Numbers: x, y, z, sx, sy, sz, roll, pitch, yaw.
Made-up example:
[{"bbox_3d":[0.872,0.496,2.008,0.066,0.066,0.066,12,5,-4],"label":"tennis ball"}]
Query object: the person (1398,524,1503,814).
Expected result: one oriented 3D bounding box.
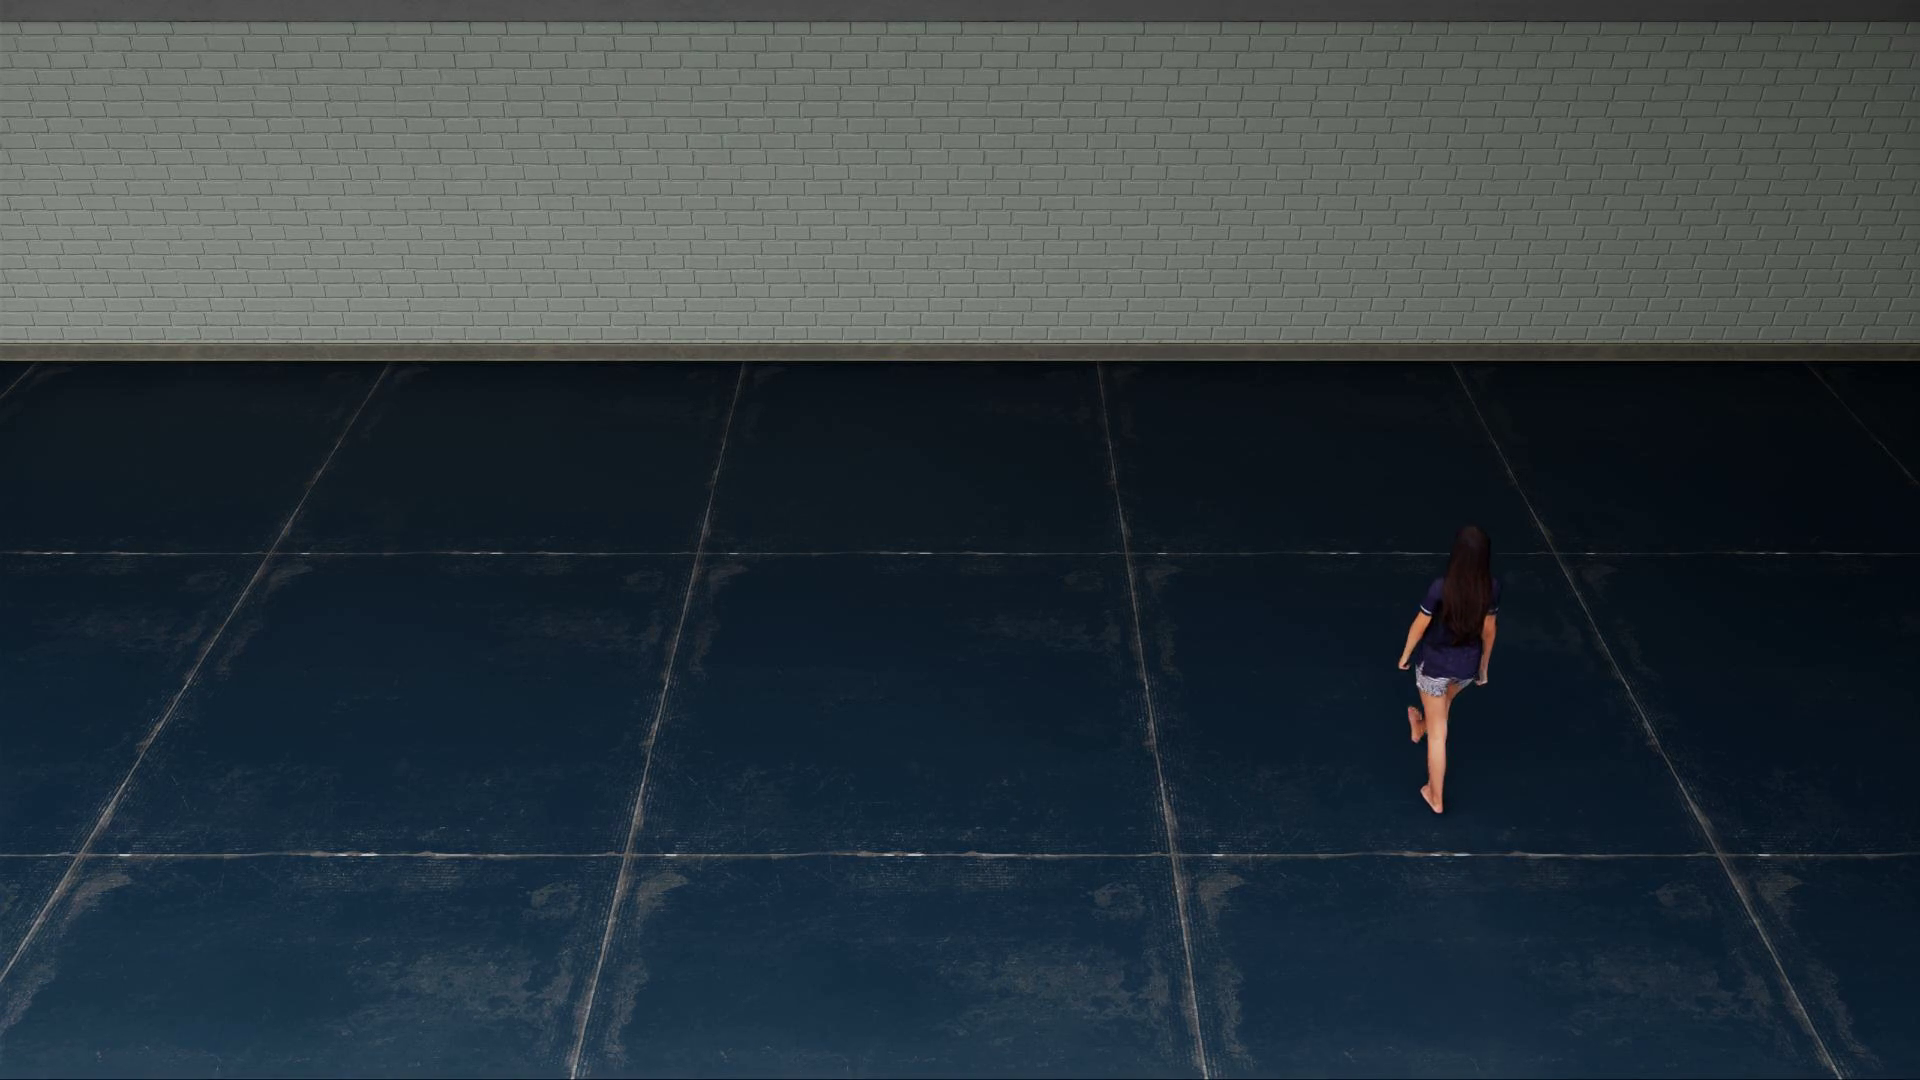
[{"bbox_3d":[2.678,0.752,9.030,0.673,1.733,1.037,-4,33,-6],"label":"person"}]
